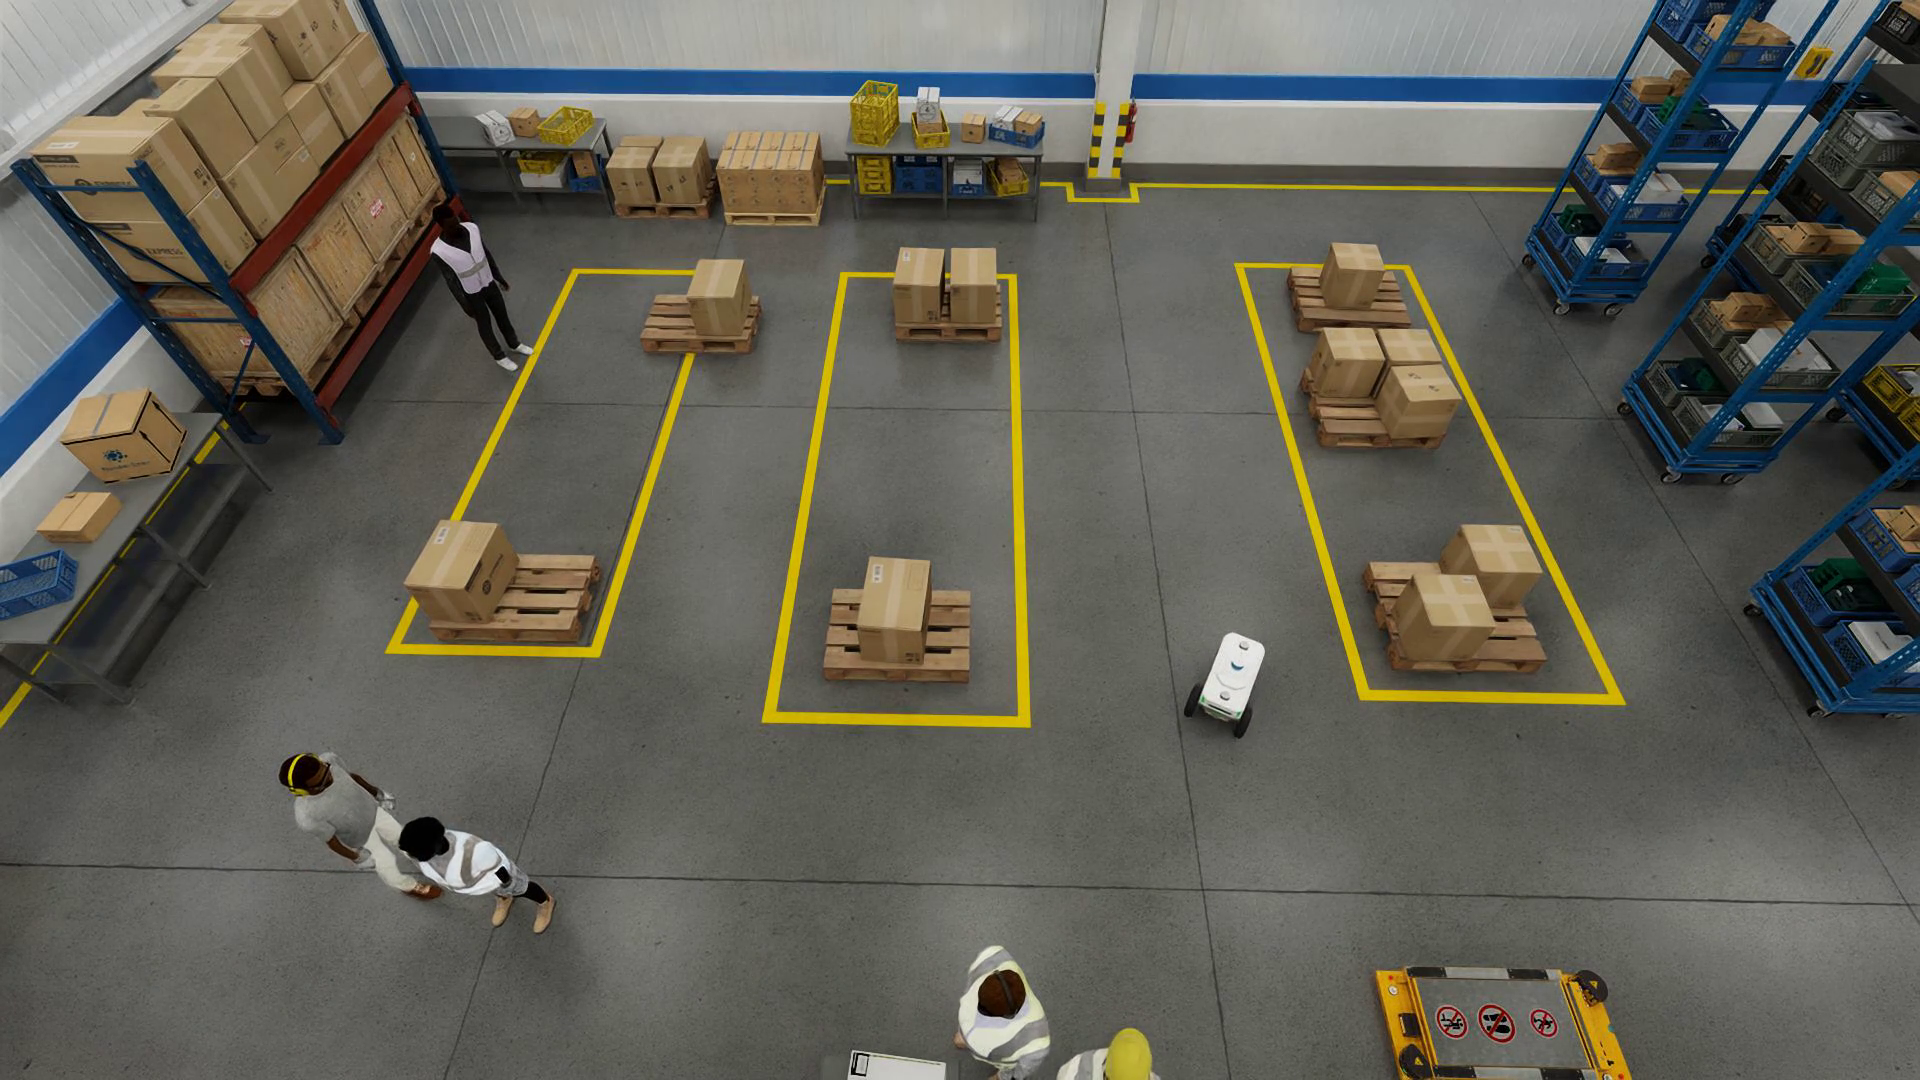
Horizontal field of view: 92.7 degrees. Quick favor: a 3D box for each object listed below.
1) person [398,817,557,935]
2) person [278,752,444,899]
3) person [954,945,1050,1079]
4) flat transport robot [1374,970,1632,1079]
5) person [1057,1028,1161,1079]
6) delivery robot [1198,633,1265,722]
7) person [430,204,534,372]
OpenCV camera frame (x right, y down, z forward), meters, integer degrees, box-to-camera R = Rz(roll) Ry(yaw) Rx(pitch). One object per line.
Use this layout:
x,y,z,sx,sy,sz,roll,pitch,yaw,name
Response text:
-3.070,2.127,5.827,0.537,1.689,0.323,6,51,5,person
-3.851,1.849,5.949,0.330,1.857,0.517,-5,51,-4,person
0.208,2.771,5.202,0.429,1.845,0.621,-24,55,-18,person
3.501,3.133,5.914,1.431,0.197,0.652,1,51,1,flat transport robot
0.812,3.037,5.001,0.591,1.822,0.403,15,52,12,person
2.178,1.095,7.335,0.477,0.478,0.707,22,54,17,delivery robot
-5.034,-2.643,9.572,0.383,1.915,0.610,19,53,15,person
